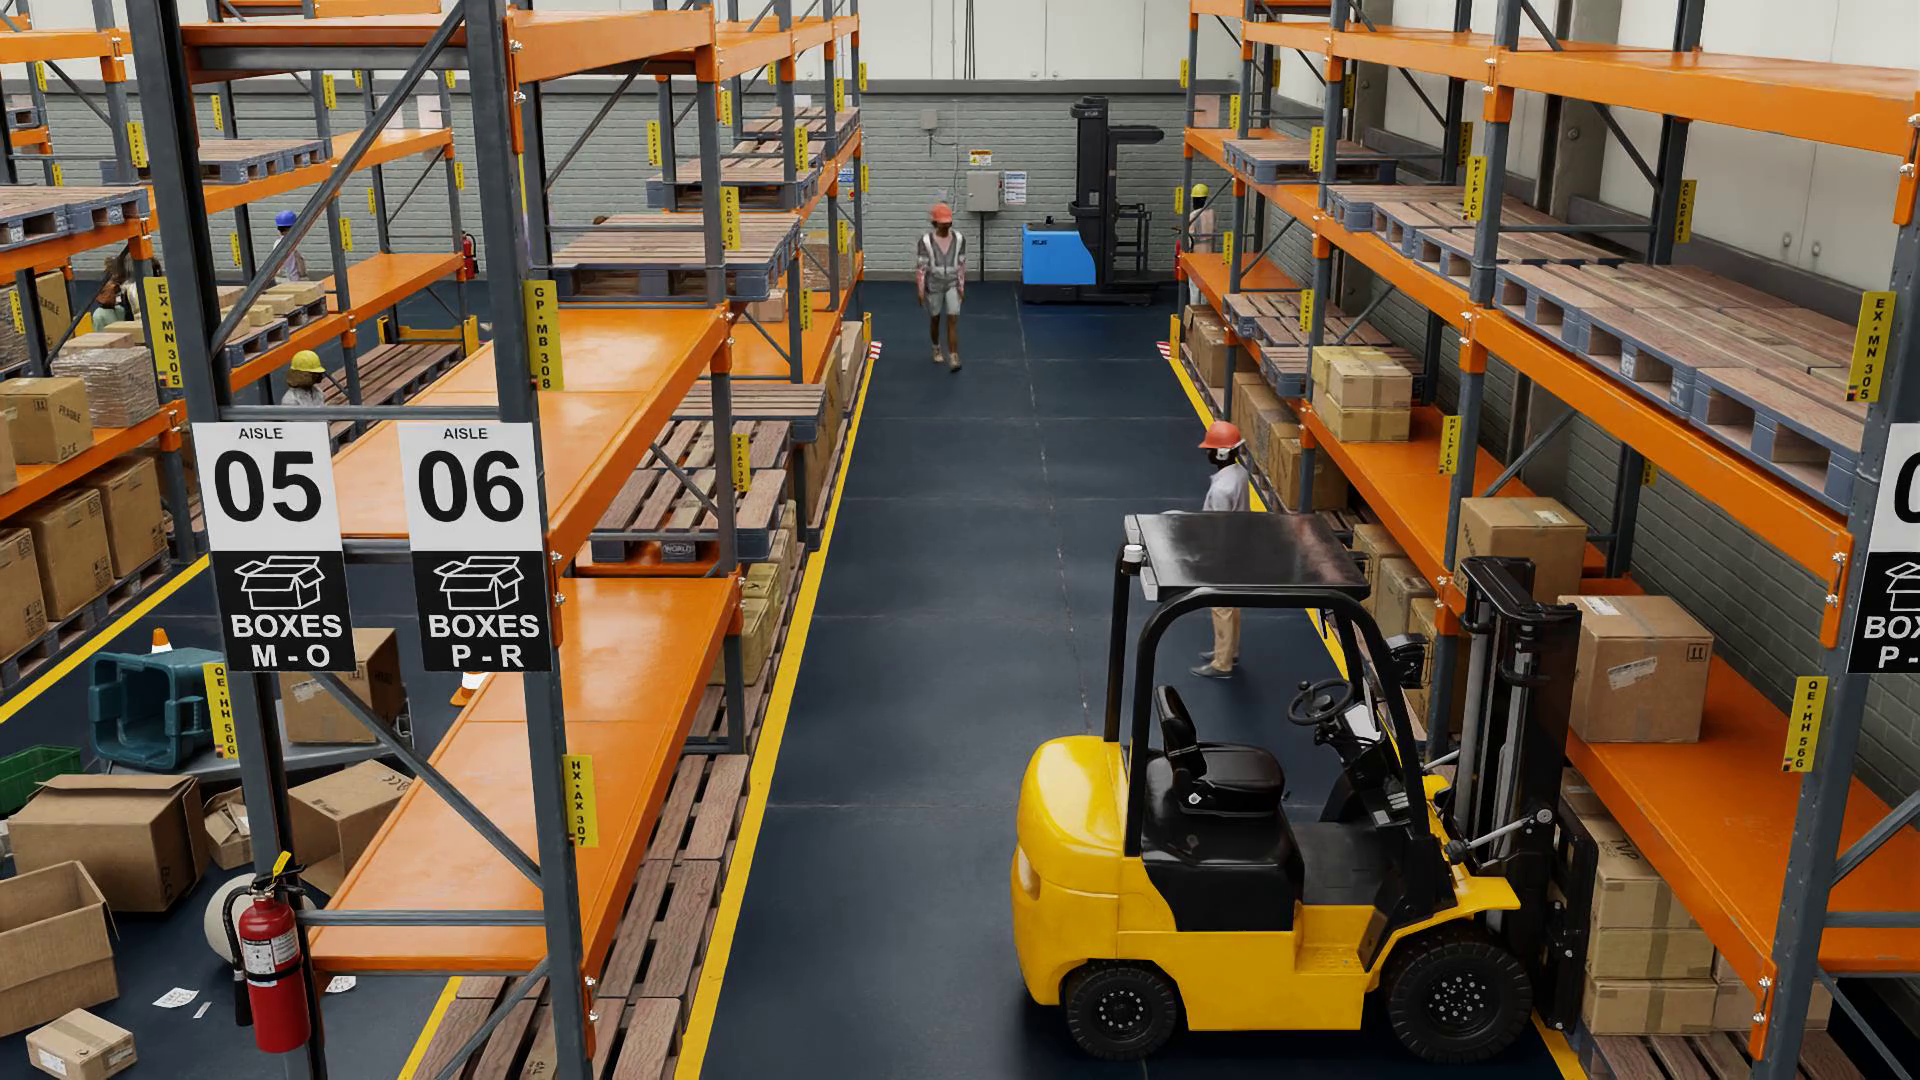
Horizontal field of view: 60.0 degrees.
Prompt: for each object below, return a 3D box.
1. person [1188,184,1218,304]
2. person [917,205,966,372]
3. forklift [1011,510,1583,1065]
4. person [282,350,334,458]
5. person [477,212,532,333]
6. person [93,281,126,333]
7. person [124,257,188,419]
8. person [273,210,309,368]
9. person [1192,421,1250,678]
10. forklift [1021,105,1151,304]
[{"bbox_3d":[3.254,-3.890,22.745,0.594,1.926,0.367,-17,25,-42],"label":"person"},{"bbox_3d":[-0.213,-3.043,20.099,0.627,1.981,1.071,-4,19,-11],"label":"person"},{"bbox_3d":[1.387,1.055,7.378,2.313,2.155,1.214,0,18,0],"label":"forklift"},{"bbox_3d":[-5.157,-0.660,13.297,0.321,1.734,0.488,4,19,13],"label":"person"},{"bbox_3d":[-5.963,-3.720,22.137,1.069,1.983,0.621,-9,20,-24],"label":"person"},{"bbox_3d":[-8.644,-1.848,17.052,0.287,1.627,0.497,1,18,4],"label":"person"},{"bbox_3d":[-8.273,-2.017,17.221,0.625,1.844,0.429,-4,19,-12],"label":"person"},{"bbox_3d":[-7.972,-2.961,19.905,0.387,1.948,0.605,-11,21,-31],"label":"person"},{"bbox_3d":[1.727,0.062,11.089,0.353,1.743,0.564,7,19,20],"label":"person"},{"bbox_3d":[1.857,-4.944,24.441,1.873,2.768,1.129,0,18,0],"label":"forklift"}]
